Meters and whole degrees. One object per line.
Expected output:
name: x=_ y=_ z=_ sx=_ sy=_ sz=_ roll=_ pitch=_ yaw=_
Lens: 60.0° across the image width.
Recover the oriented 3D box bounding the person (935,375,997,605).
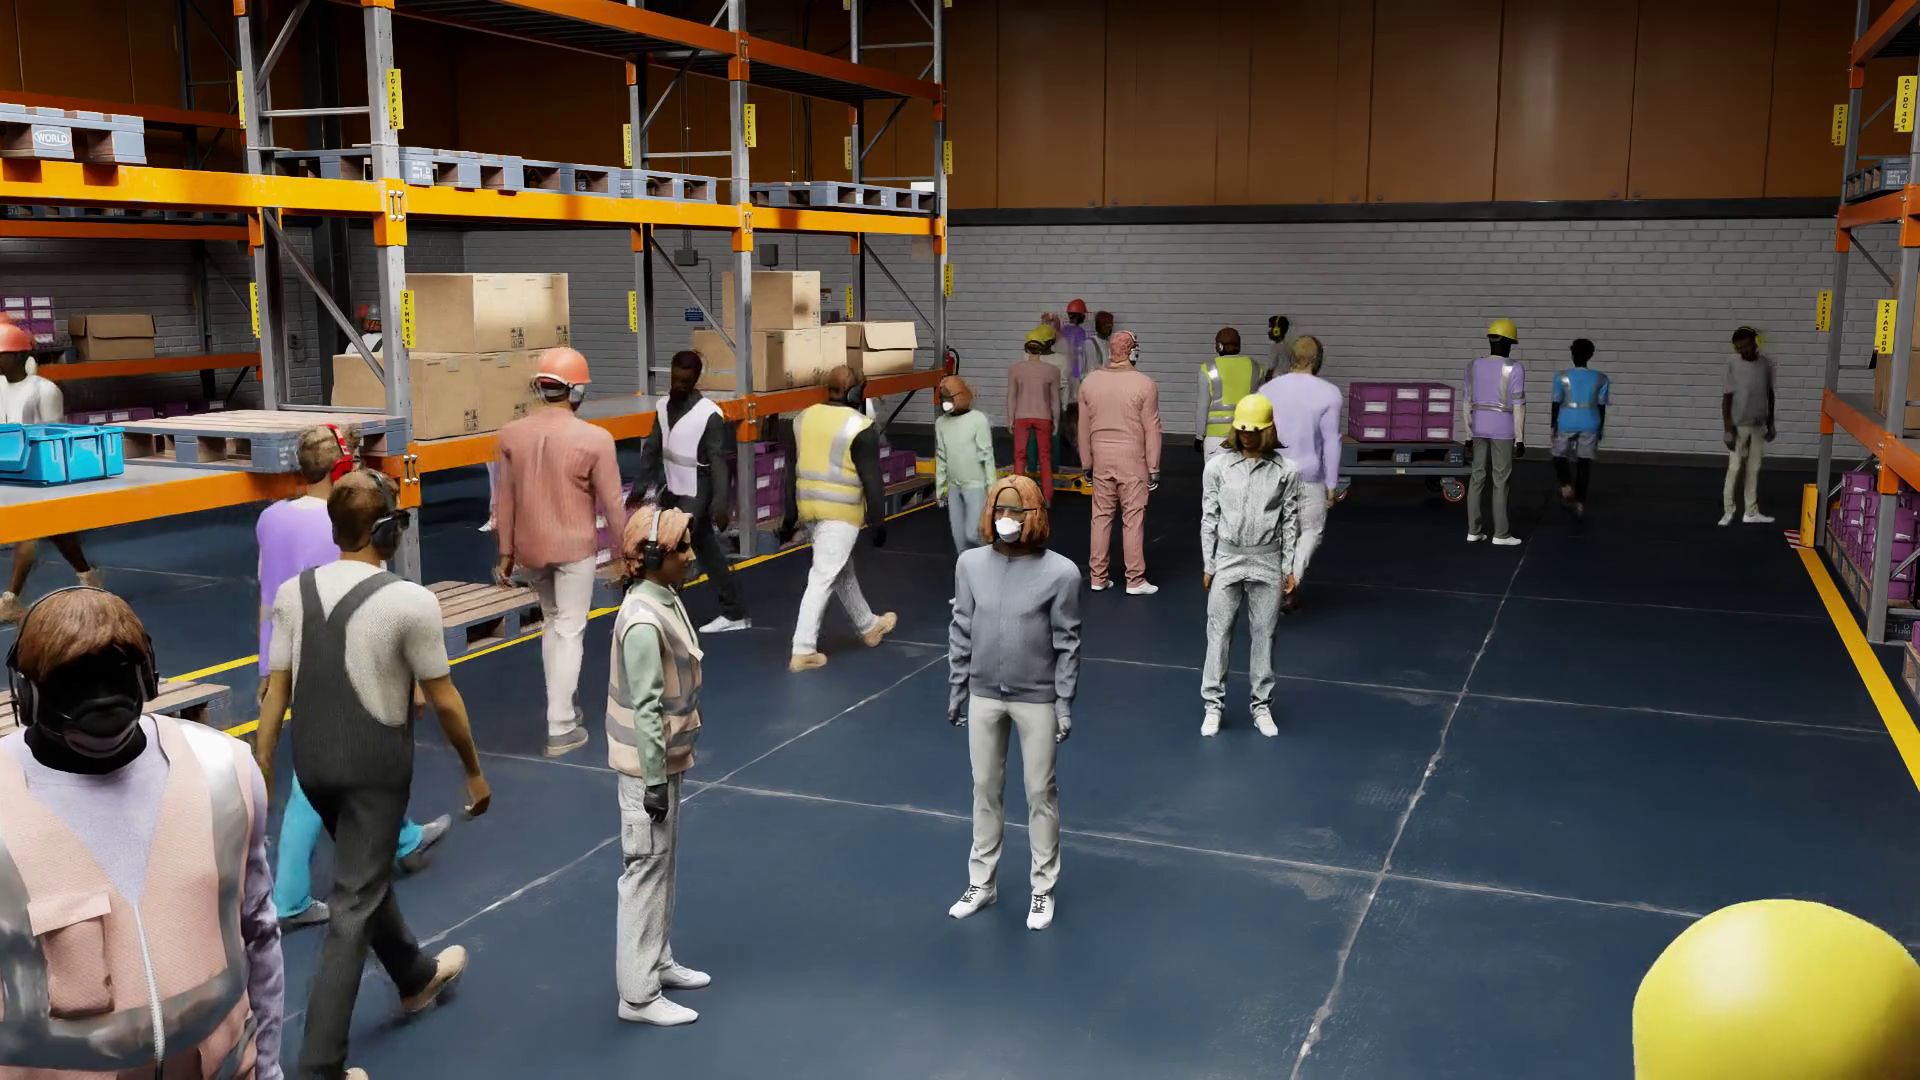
person: x=0.062 y=-0.351 z=11.650 sx=0.545 sy=1.609 sz=0.460 roll=9 pitch=13 yaw=44

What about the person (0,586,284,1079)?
person: x=-1.446 y=0.987 z=2.866 sx=0.429 sy=1.844 sz=0.627 roll=9 pitch=13 yaw=42

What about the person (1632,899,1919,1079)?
person: x=0.891 y=1.193 z=1.497 sx=0.763 sy=1.878 sz=0.682 roll=-7 pitch=12 yaw=-38

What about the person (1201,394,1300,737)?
person: x=1.452 y=0.135 z=8.346 sx=0.487 sy=1.736 sz=0.321 roll=1 pitch=9 yaw=3

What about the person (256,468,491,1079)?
person: x=-1.717 y=0.689 z=4.848 sx=0.544 sy=1.786 sz=0.979 roll=3 pitch=10 yaw=18

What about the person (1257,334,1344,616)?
person: x=2.202 y=-0.401 z=11.053 sx=0.655 sy=1.919 sz=0.593 roll=7 pitch=12 yaw=36

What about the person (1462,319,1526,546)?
person: x=4.540 y=-0.907 z=14.113 sx=0.380 sy=1.917 sz=0.586 roll=-8 pitch=12 yaw=-38

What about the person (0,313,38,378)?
person: x=-8.391 y=-1.000 z=14.584 sx=0.639 sy=1.942 sz=0.967 roll=4 pitch=10 yaw=25

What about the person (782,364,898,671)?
person: x=-0.696 y=-0.150 z=9.937 sx=0.644 sy=1.780 sz=0.984 roll=8 pitch=13 yaw=42

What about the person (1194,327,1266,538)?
person: x=2.317 y=-0.918 z=14.428 sx=0.623 sy=1.839 sz=0.429 roll=-2 pitch=10 yaw=-13

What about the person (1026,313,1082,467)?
person: x=1.075 y=-1.606 z=18.573 sx=1.049 sy=1.857 sz=0.658 roll=-1 pitch=9 yaw=-7

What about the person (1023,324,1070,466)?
person: x=0.900 y=-1.420 z=17.710 sx=0.523 sy=1.759 sz=0.335 roll=2 pitch=10 yaw=14

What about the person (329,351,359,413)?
person: x=-5.263 y=-0.836 z=14.552 sx=0.549 sy=1.618 sz=0.489 roll=3 pitch=10 yaw=15

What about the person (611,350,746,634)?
person: x=-1.753 y=-0.263 z=10.435 sx=1.013 sy=1.840 sz=0.632 roll=-7 pitch=12 yaw=-36

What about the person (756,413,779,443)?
person: x=-2.337 y=-2.007 z=20.722 sx=0.376 sy=1.932 sz=0.551 roll=7 pitch=12 yaw=37

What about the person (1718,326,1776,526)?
person: x=7.225 y=-1.021 z=15.113 sx=0.697 sy=1.826 sz=0.360 roll=-2 pitch=9 yaw=-9

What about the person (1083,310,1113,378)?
person: x=1.617 y=-1.678 z=18.952 sx=0.438 sy=1.866 sz=0.583 roll=8 pitch=12 yaw=39

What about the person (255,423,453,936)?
person: x=-2.205 y=0.472 z=6.091 sx=0.596 sy=1.795 sz=0.948 roll=6 pitch=11 yaw=33

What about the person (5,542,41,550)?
person: x=-8.106 y=-0.717 z=13.588 sx=0.882 sy=1.727 sz=0.518 roll=-7 pitch=12 yaw=-37

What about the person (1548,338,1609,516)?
person: x=5.841 y=-1.053 z=15.695 sx=0.533 sy=1.690 sz=0.431 roll=1 pitch=9 yaw=8

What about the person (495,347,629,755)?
person: x=-1.925 y=0.036 z=8.238 sx=0.651 sy=1.963 sz=0.750 roll=3 pitch=10 yaw=15

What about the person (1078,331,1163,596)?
person: x=1.172 y=-0.550 z=11.981 sx=0.653 sy=1.905 sz=0.408 roll=6 pitch=11 yaw=34

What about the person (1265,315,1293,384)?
person: x=3.601 y=-1.579 z=18.490 sx=0.954 sy=1.831 sz=0.536 roll=5 pitch=11 yaw=28

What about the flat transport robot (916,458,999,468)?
flat transport robot: x=-0.313 y=-0.763 z=18.213 sx=1.431 sy=0.197 sz=0.652 roll=6 pitch=11 yaw=31

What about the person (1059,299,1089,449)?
person: x=1.489 y=-2.150 z=21.584 sx=0.379 sy=1.937 sz=0.548 roll=-5 pitch=11 yaw=-28

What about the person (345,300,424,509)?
person: x=-5.539 y=-1.293 z=16.080 sx=0.684 sy=2.000 sz=0.538 roll=2 pitch=10 yaw=12

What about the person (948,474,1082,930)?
person: x=0.188 y=0.576 z=5.975 sx=0.500 sy=1.636 sz=0.284 roll=4 pitch=10 yaw=23

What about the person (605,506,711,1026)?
person: x=-0.955 y=0.702 z=5.235 sx=0.315 sy=1.629 sz=0.509 roll=-1 pitch=9 yaw=-5

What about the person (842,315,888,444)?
person: x=-1.201 y=-1.789 z=19.821 sx=1.067 sy=1.814 sz=0.643 roll=-7 pitch=12 yaw=-38

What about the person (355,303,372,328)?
person: x=-7.565 y=-2.127 z=21.624 sx=1.012 sy=1.892 sz=0.545 roll=-2 pitch=10 yaw=-14

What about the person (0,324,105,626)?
person: x=-6.265 y=-0.460 z=11.232 sx=0.628 sy=1.990 sz=1.062 roll=4 pitch=10 yaw=25

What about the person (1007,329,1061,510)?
person: x=0.715 y=-1.162 z=16.162 sx=0.529 sy=1.750 sz=0.397 roll=0 pitch=9 yaw=2

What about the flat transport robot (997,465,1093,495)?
flat transport robot: x=0.947 y=-0.649 z=17.524 sx=1.431 sy=0.197 sz=0.652 roll=5 pitch=11 yaw=27

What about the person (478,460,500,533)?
person: x=-4.027 y=-1.005 z=14.720 sx=0.651 sy=1.912 sz=0.409 roll=3 pitch=10 yaw=17
